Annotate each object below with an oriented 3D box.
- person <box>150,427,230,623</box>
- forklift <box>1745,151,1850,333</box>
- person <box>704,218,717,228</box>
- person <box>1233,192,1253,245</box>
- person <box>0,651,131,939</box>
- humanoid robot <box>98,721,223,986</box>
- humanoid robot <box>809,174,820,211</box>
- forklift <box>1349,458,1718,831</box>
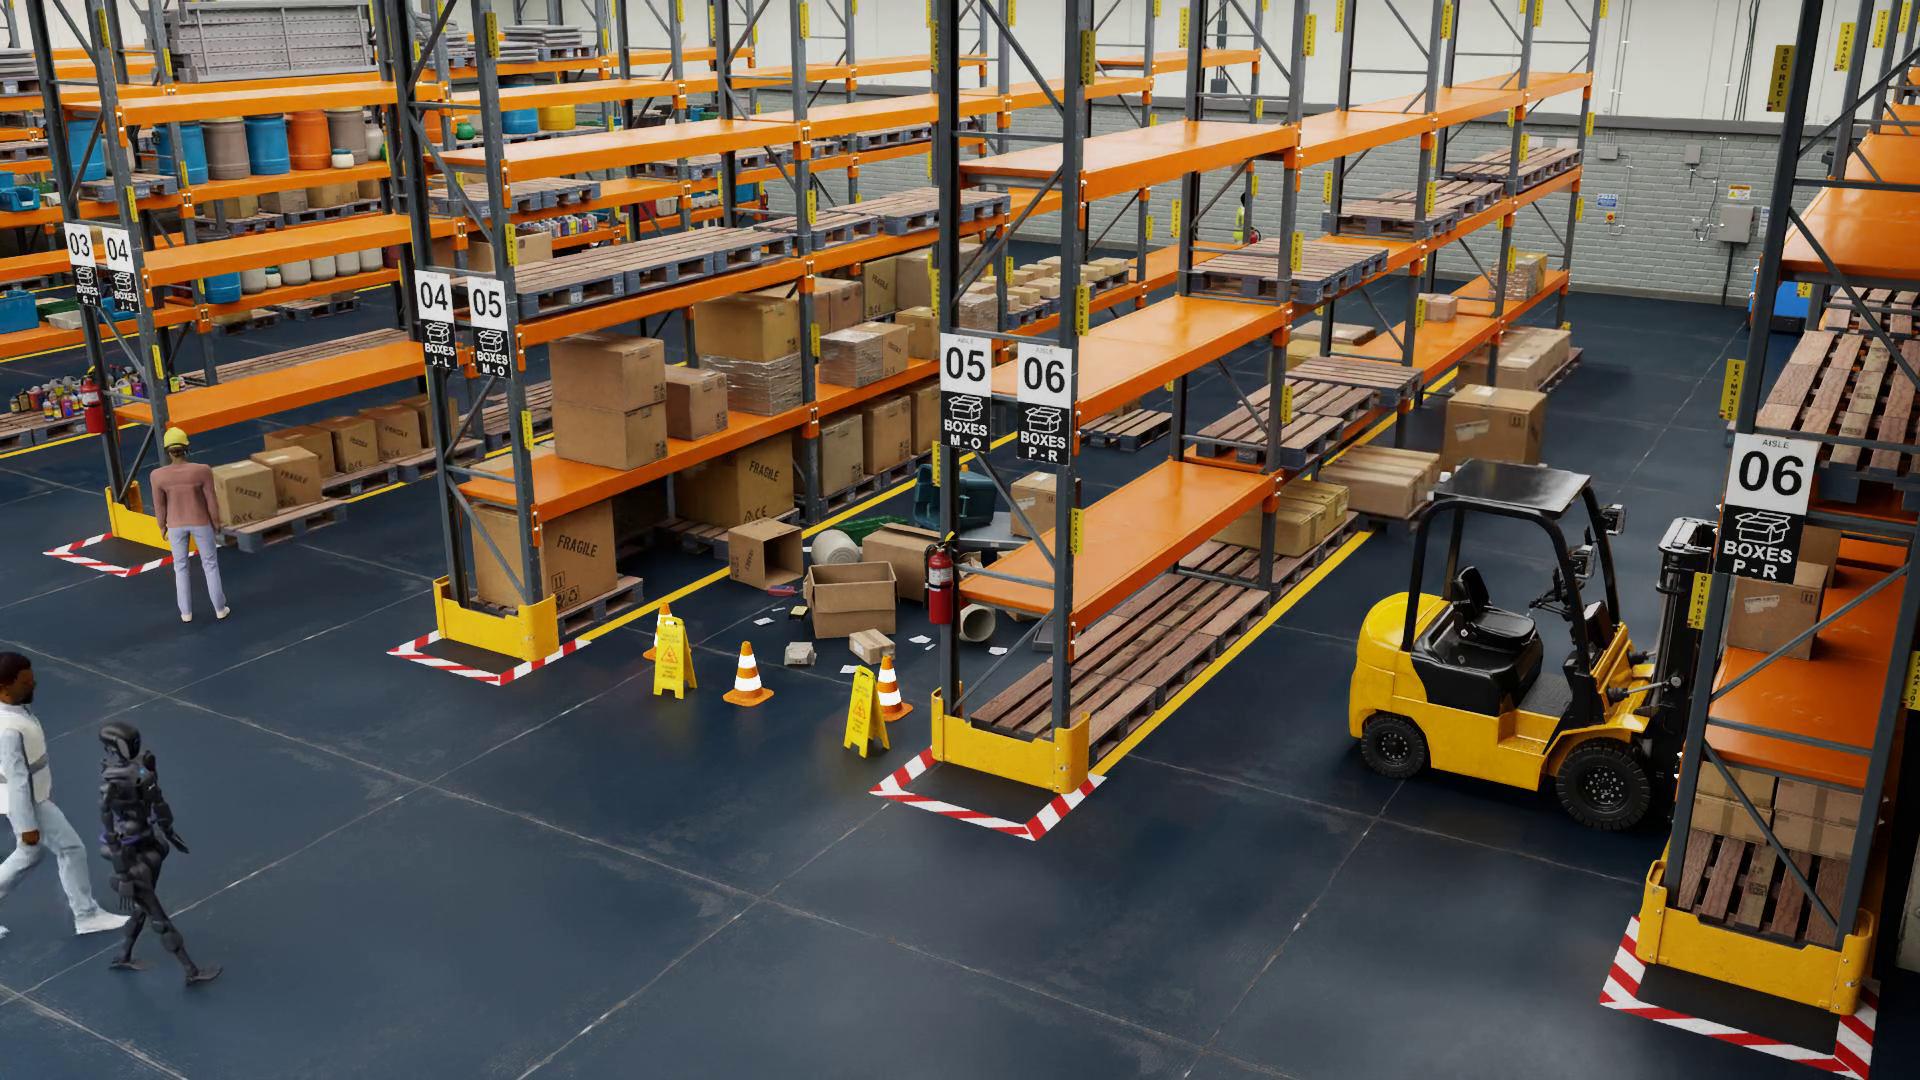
[{"bbox_3d":[-6.823,-0.135,14.732,0.521,1.760,0.341,-5,20,-15],"label":"person"},{"bbox_3d":[13.620,-4.667,26.137,1.873,2.768,1.129,11,22,29],"label":"forklift"},{"bbox_3d":[-5.239,-7.063,34.868,0.489,1.688,0.352,-6,20,-17],"label":"person"},{"bbox_3d":[5.165,-5.512,30.377,0.320,1.685,0.540,-1,19,-3],"label":"person"},{"bbox_3d":[-5.525,1.522,9.749,0.881,1.878,0.634,-11,22,-28],"label":"person"},{"bbox_3d":[-4.605,1.760,9.438,0.760,1.626,0.589,1,19,2],"label":"humanoid robot"},{"bbox_3d":[-3.163,-7.077,34.915,0.604,1.639,0.383,12,22,30],"label":"humanoid robot"},{"bbox_3d":[3.988,0.658,11.776,2.313,2.155,1.214,11,22,29],"label":"forklift"}]
